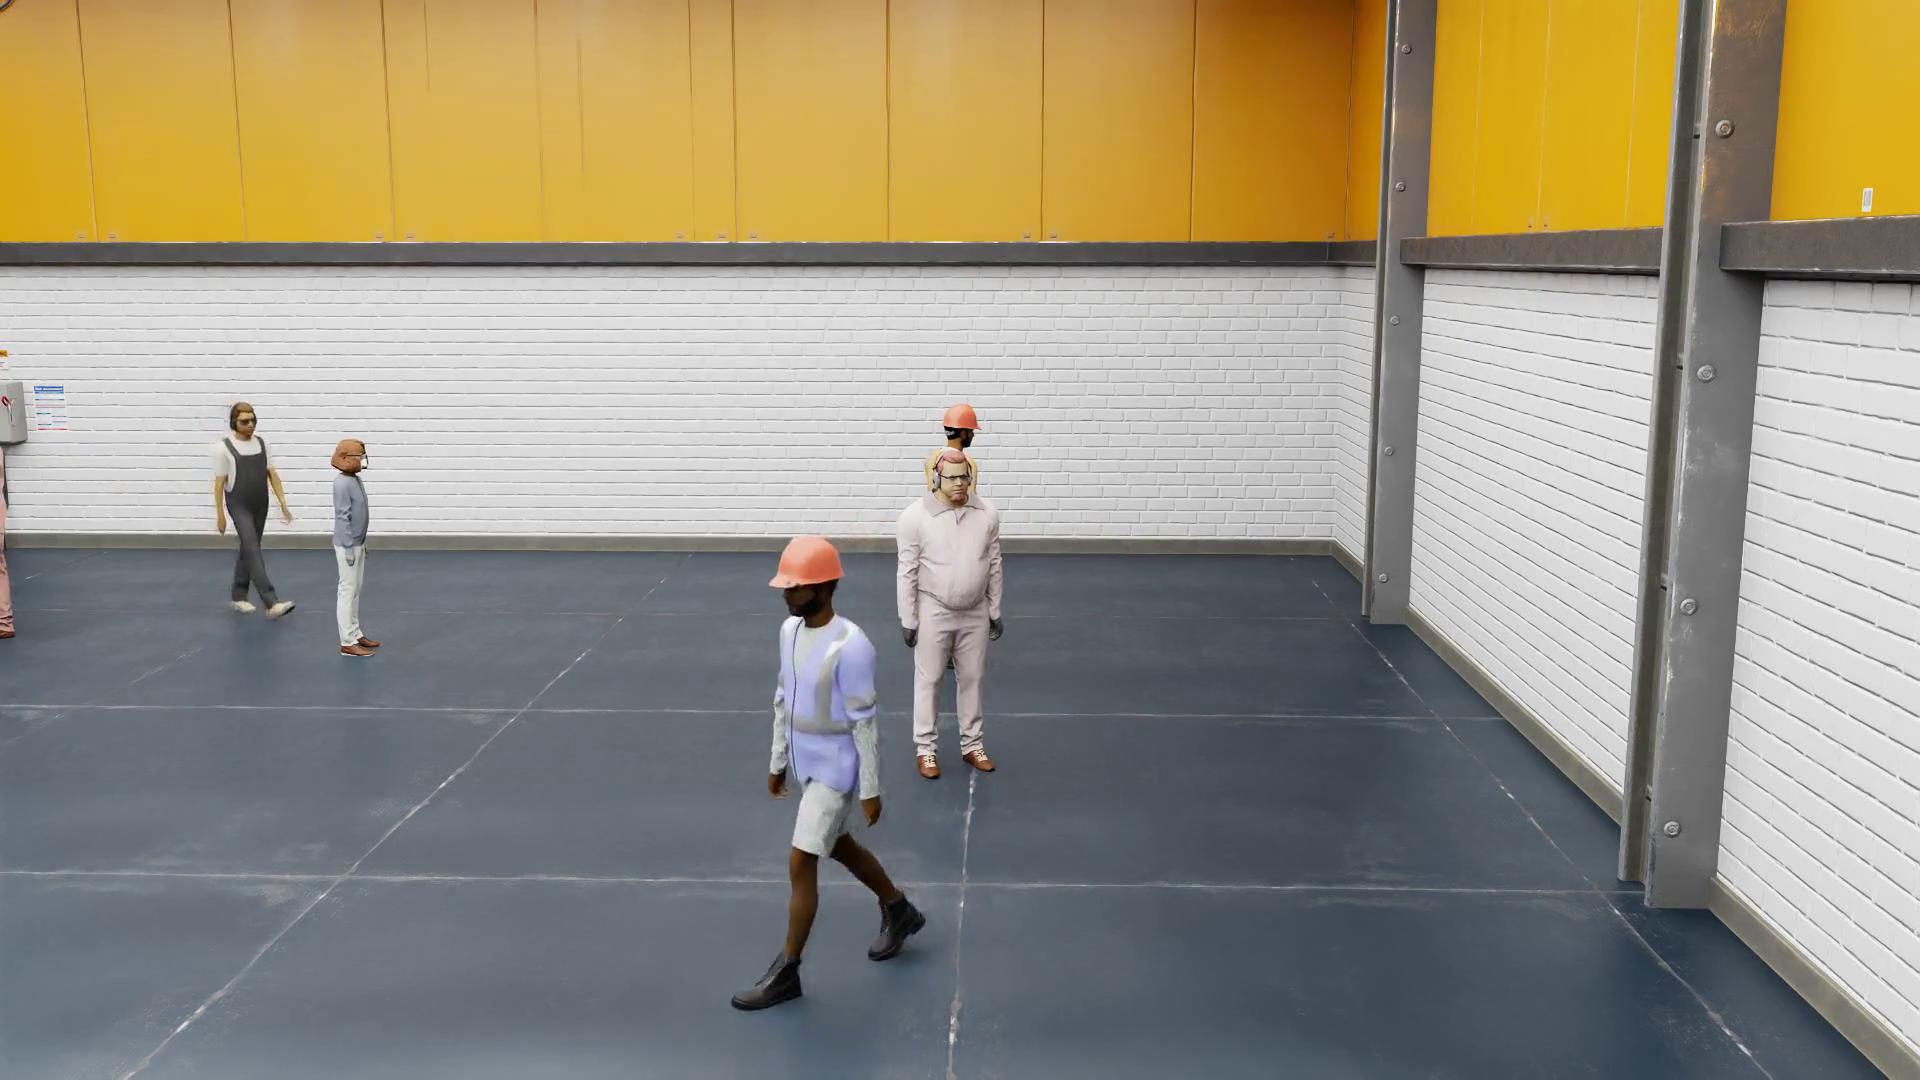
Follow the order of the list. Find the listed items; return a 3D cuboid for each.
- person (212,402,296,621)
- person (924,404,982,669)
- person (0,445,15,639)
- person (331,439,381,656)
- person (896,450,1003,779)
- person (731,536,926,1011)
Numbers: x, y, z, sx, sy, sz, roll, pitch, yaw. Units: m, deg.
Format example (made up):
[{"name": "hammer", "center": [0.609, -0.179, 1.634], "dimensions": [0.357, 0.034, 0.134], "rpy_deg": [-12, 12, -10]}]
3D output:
[{"name": "person", "center": [-5.828, -0.238, 13.747], "dimensions": [0.959, 1.793, 0.513], "rpy_deg": [5, 11, 28]}, {"name": "person", "center": [-0.023, -0.027, 12.132], "dimensions": [0.384, 1.932, 0.542], "rpy_deg": [-7, 12, -37]}, {"name": "person", "center": [-7.684, -0.165, 13.035], "dimensions": [0.402, 1.901, 0.647], "rpy_deg": [-5, 11, -28]}, {"name": "person", "center": [-4.569, 0.049, 12.540], "dimensions": [0.285, 1.634, 0.499], "rpy_deg": [-1, 10, -6]}, {"name": "person", "center": [-0.045, 0.424, 9.579], "dimensions": [0.641, 1.902, 0.402], "rpy_deg": [-4, 11, -24]}, {"name": "person", "center": [-0.506, 0.901, 6.803], "dimensions": [0.953, 1.904, 0.566], "rpy_deg": [-7, 12, -35]}]
